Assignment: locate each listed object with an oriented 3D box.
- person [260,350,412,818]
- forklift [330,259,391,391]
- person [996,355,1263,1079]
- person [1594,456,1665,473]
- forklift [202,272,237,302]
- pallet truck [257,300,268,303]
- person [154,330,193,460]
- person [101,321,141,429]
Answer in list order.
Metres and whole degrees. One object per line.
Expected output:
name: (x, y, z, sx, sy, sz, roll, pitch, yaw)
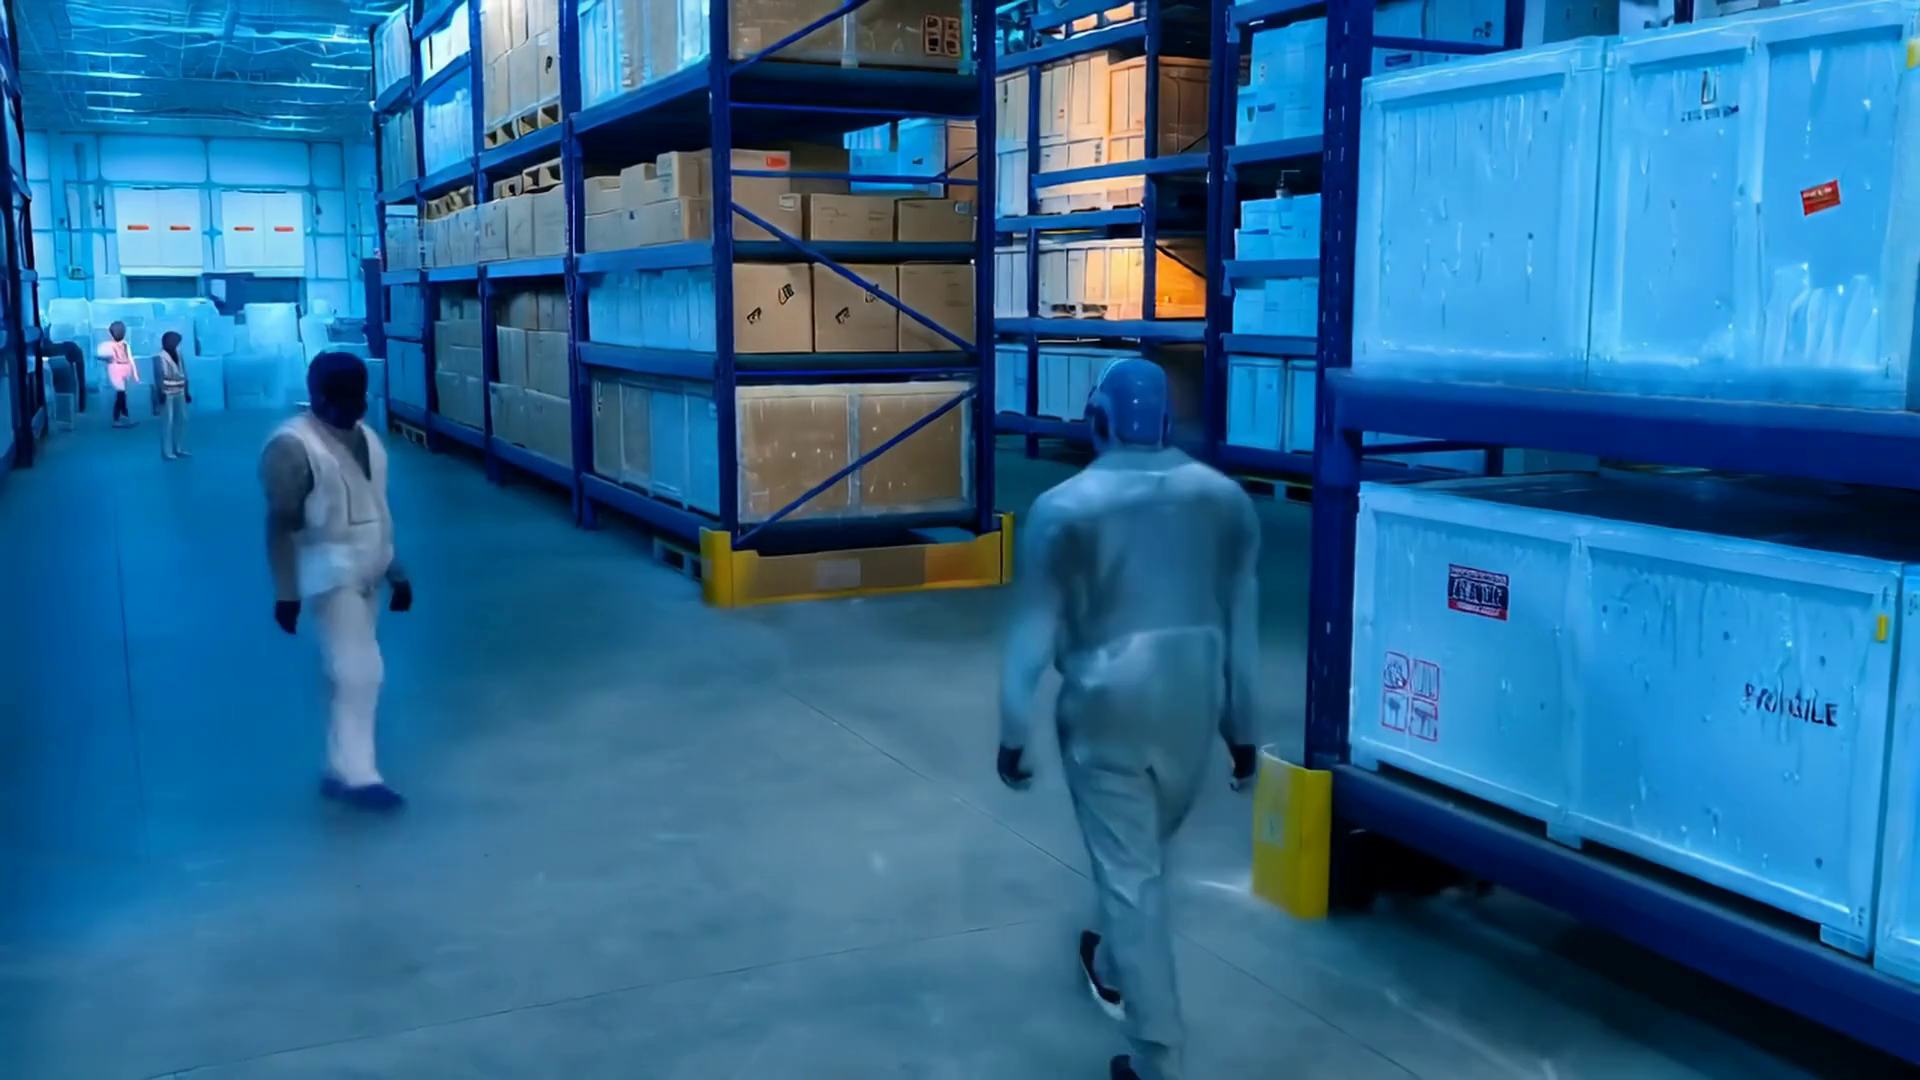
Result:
person: (-2.336, 0.172, 6.517, 0.622, 1.820, 0.653, 2, 8, 13)
forklift: (-11.763, -4.321, 33.885, 1.873, 2.768, 1.129, 1, 8, 7)
person: (0.398, 0.457, 4.385, 0.665, 1.865, 0.963, -3, 9, -21)
person: (2.983, 0.107, 7.366, 0.874, 1.693, 0.508, -4, 9, -26)
forklift: (-22.509, -6.758, 50.688, 1.873, 2.768, 1.129, 6, 10, 35)
pallet truck: (-23.913, -7.404, 58.171, 1.885, 1.965, 0.823, -1, 8, -9)
person: (-9.879, -1.814, 20.879, 0.347, 1.628, 0.525, 2, 8, 14)
person: (-12.915, -2.540, 25.722, 0.787, 1.662, 0.549, 3, 9, 22)
